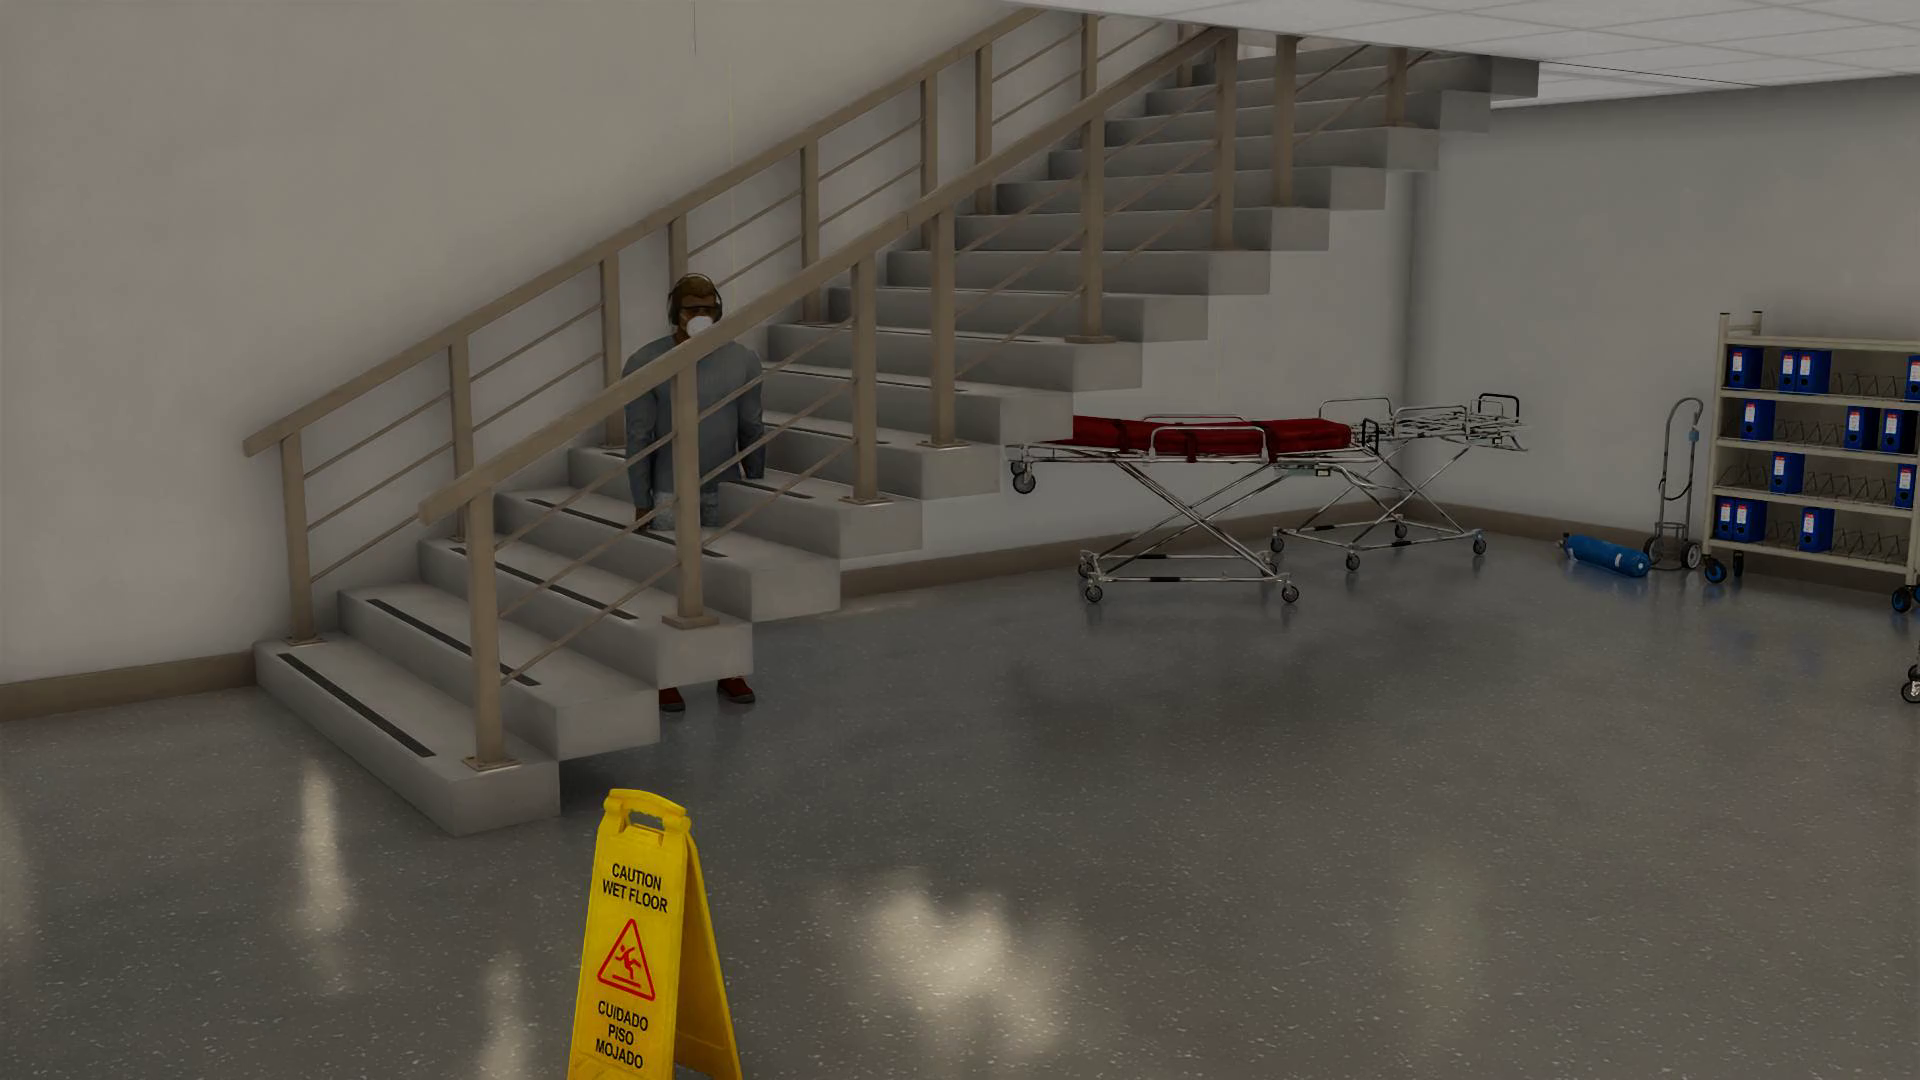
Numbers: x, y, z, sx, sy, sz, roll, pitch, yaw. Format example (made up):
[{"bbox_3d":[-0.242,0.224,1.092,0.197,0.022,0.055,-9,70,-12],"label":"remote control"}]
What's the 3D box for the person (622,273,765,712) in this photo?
[{"bbox_3d":[-1.163,-0.205,7.363,0.625,1.931,0.379,-4,11,-24],"label":"person"}]
